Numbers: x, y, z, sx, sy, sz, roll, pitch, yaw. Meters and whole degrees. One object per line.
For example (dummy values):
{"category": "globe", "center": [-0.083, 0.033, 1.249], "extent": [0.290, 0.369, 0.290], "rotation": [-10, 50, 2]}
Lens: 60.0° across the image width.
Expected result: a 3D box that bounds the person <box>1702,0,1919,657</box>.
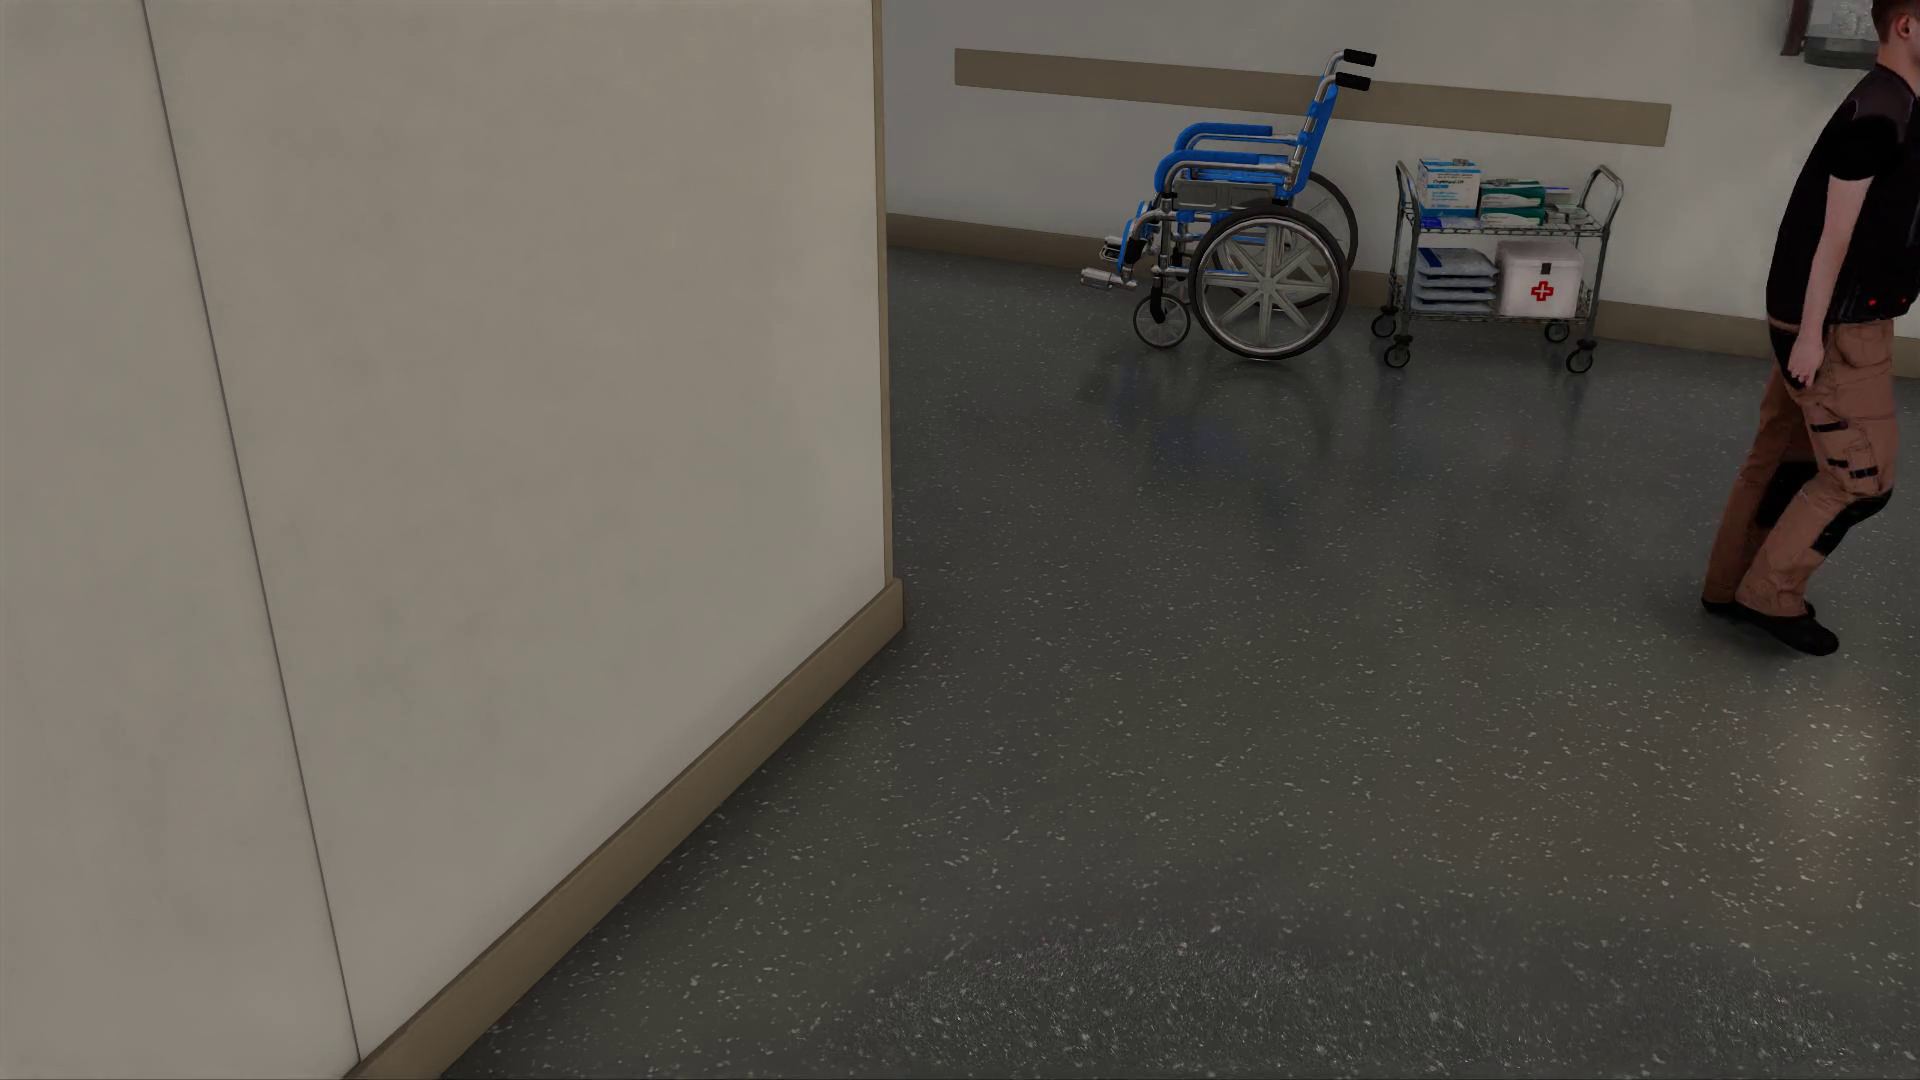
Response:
{"category": "person", "center": [2.228, -0.595, 4.437], "extent": [0.783, 1.825, 0.614], "rotation": [15, 30, 29]}
